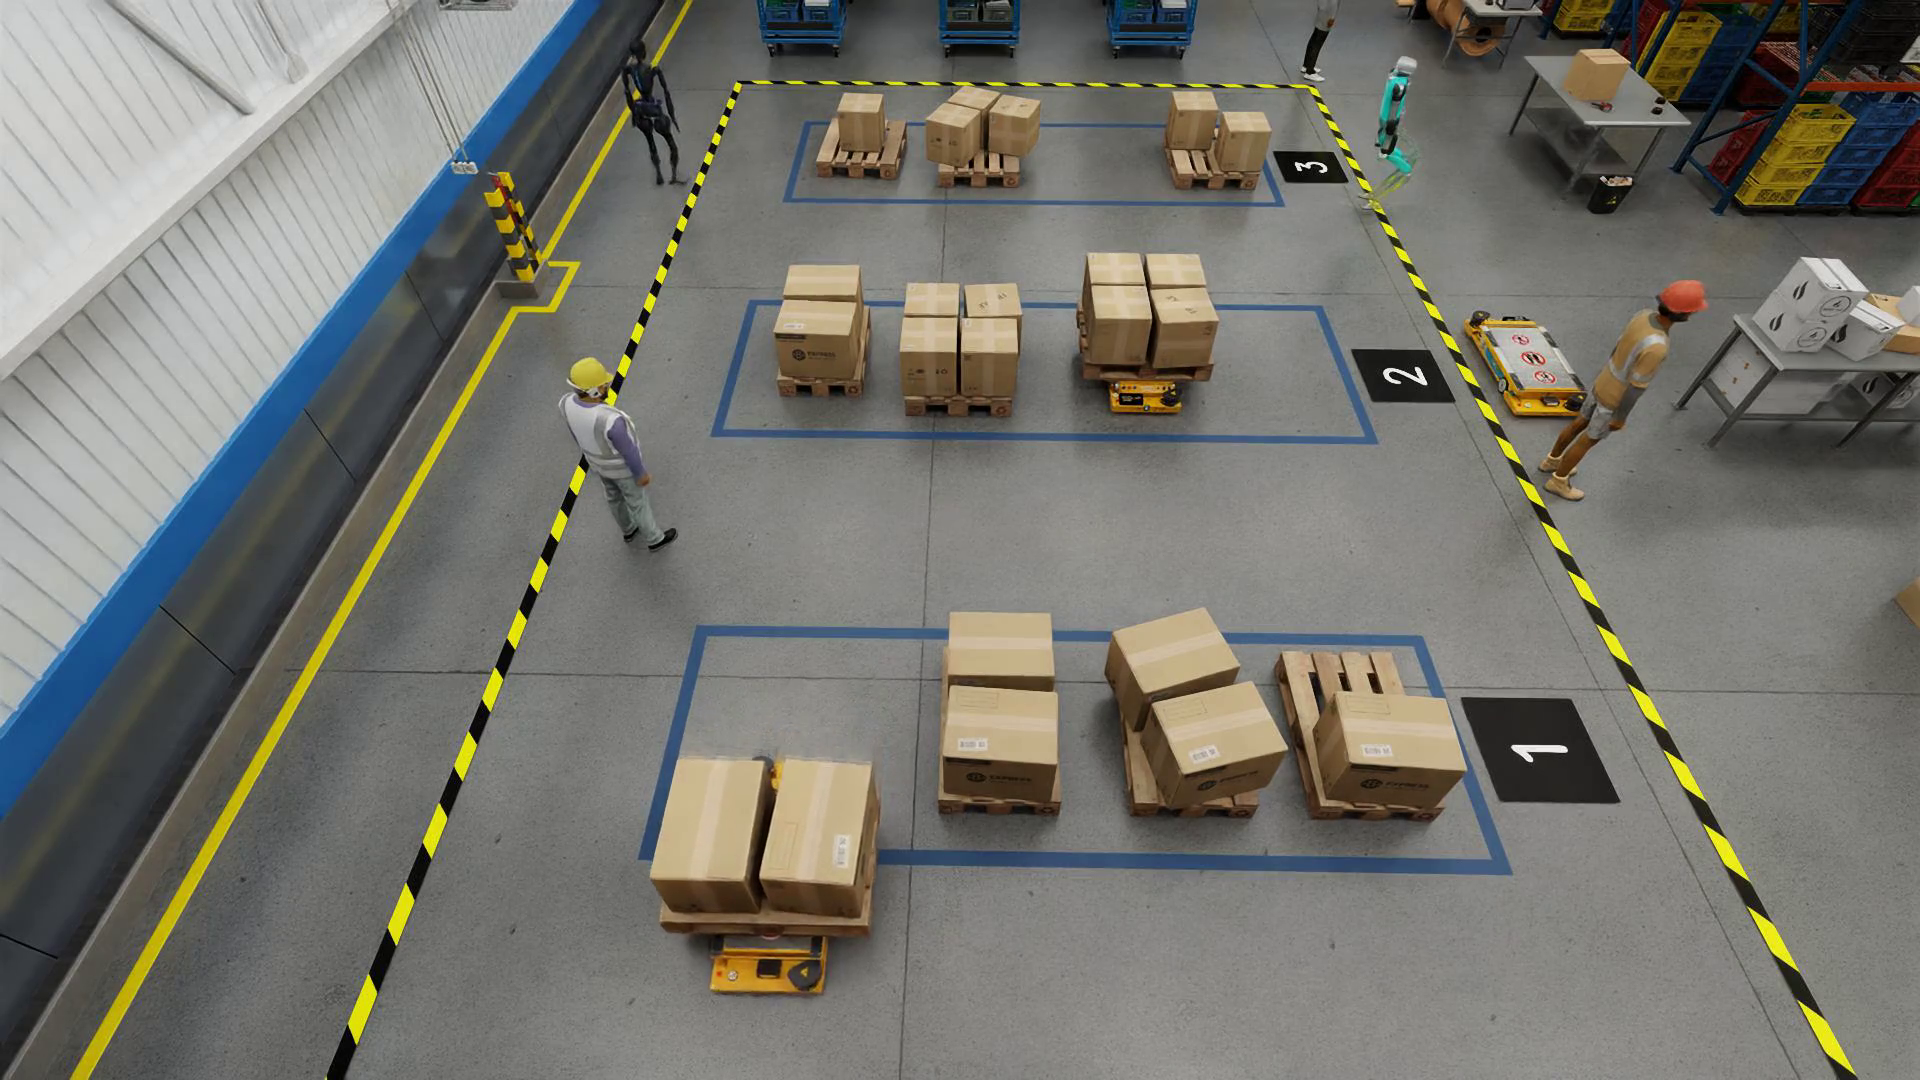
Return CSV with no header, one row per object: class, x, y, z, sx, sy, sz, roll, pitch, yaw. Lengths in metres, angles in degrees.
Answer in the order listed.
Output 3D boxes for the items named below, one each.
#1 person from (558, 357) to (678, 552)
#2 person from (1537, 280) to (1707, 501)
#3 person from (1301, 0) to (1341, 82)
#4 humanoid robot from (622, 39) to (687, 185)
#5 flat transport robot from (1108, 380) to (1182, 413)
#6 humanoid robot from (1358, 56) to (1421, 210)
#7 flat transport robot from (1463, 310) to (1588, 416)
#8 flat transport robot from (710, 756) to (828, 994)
person,-2.638,-0.619,7.042,0.589,1.821,0.404,24,53,20
person,5.305,-1.185,7.385,0.366,2.047,0.606,12,50,10
person,5.258,-7.543,13.015,0.378,1.853,0.587,5,49,4
humanoid robot,-3.718,-5.094,11.020,0.613,1.649,0.458,8,50,7
flat transport robot,1.773,-1.807,9.079,0.652,0.197,1.431,1,49,1
humanoid robot,5.037,-4.593,10.448,0.735,1.677,0.533,9,50,8
flat transport robot,5.573,-1.757,9.054,0.659,0.231,1.431,1,49,1
flat transport robot,-1.115,2.047,5.743,0.652,0.197,1.431,1,49,1
